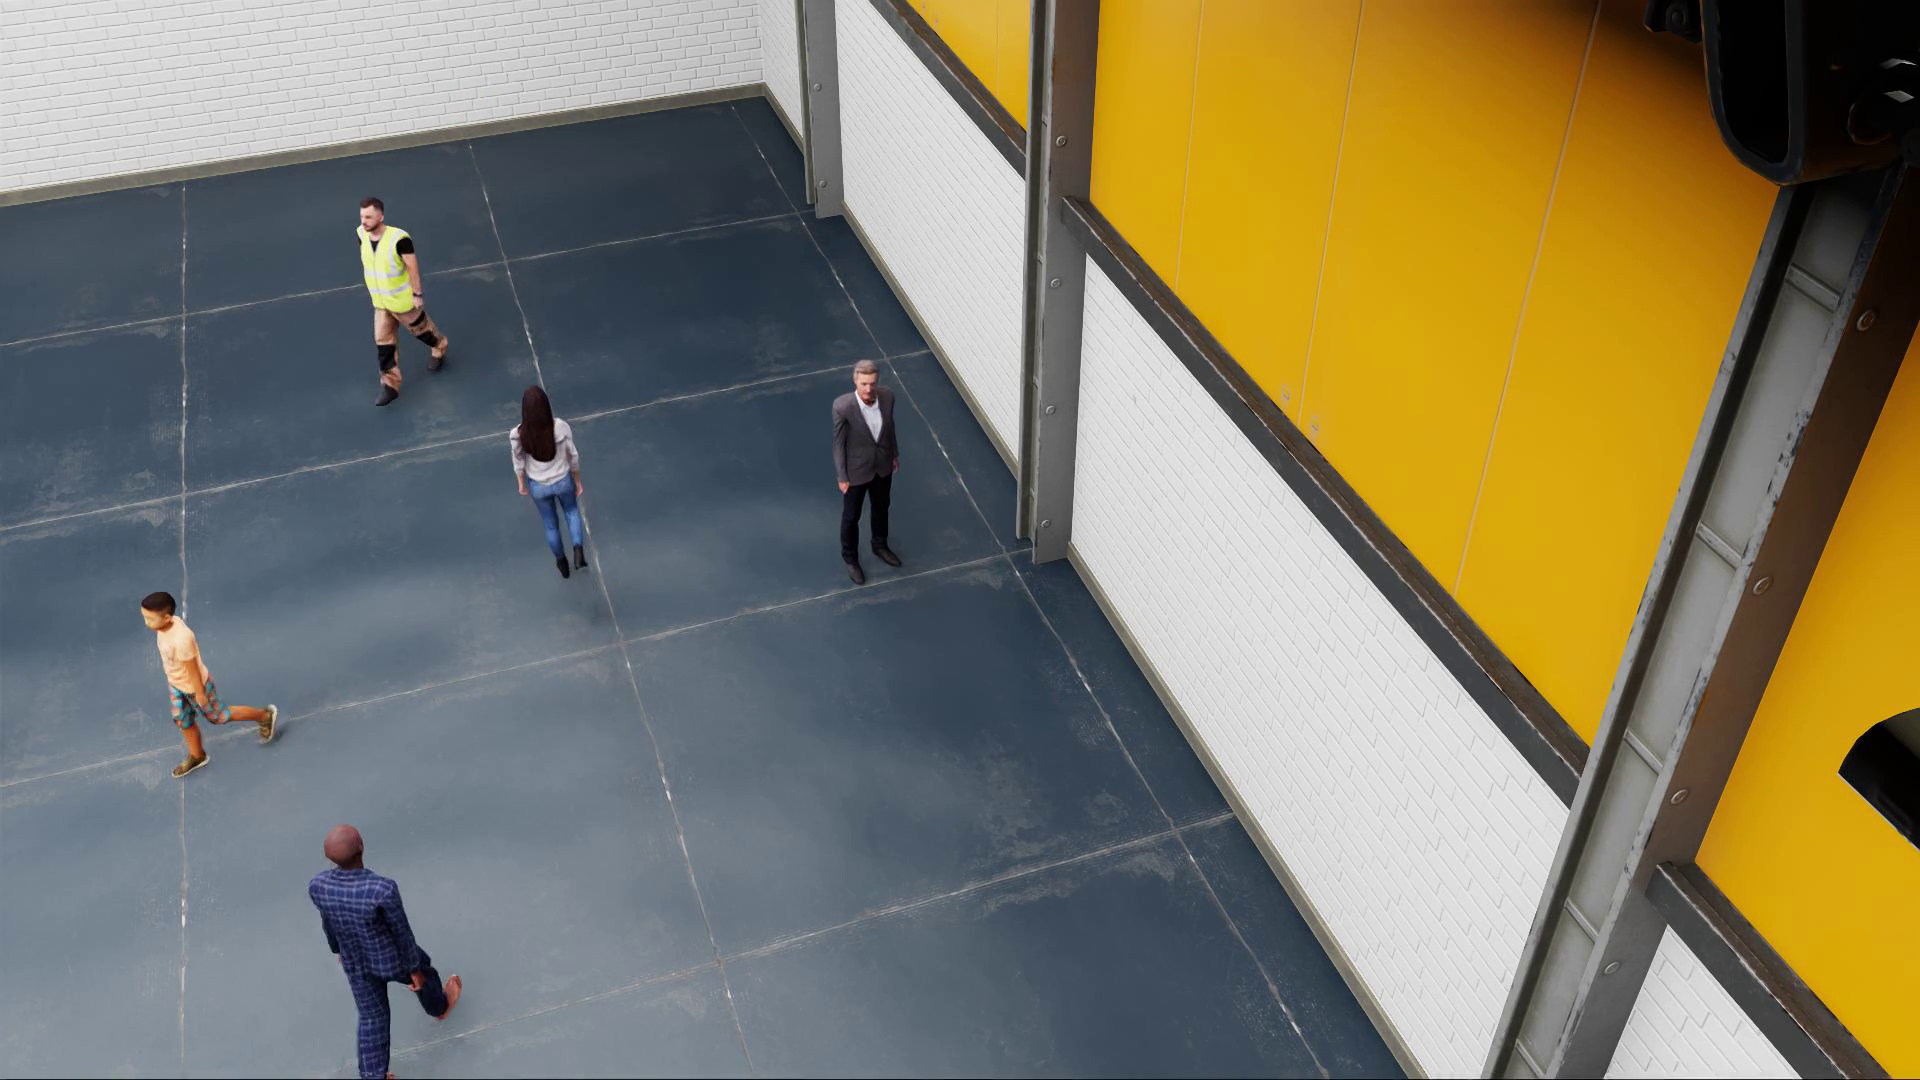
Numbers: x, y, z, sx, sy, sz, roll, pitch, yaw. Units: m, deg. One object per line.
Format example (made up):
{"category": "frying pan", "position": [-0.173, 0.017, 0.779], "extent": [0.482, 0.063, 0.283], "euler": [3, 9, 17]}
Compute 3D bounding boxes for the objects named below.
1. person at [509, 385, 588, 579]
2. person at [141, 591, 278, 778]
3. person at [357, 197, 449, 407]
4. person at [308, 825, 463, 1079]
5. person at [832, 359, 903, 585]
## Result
{"category": "person", "position": [-2.981, -0.361, 12.194], "extent": [0.614, 1.623, 0.635], "euler": [-14, 41, -17]}
{"category": "person", "position": [-4.917, 0.877, 10.794], "extent": [0.962, 1.435, 0.882], "euler": [28, 46, 31]}
{"category": "person", "position": [-4.793, -2.124, 14.256], "extent": [1.144, 1.804, 1.305], "euler": [10, 40, 12]}
{"category": "person", "position": [-3.109, 2.272, 8.779], "extent": [1.022, 1.771, 1.276], "euler": [4, 39, 5]}
{"category": "person", "position": [-0.687, -0.551, 12.260], "extent": [0.775, 1.837, 0.706], "euler": [-24, 44, -27]}
